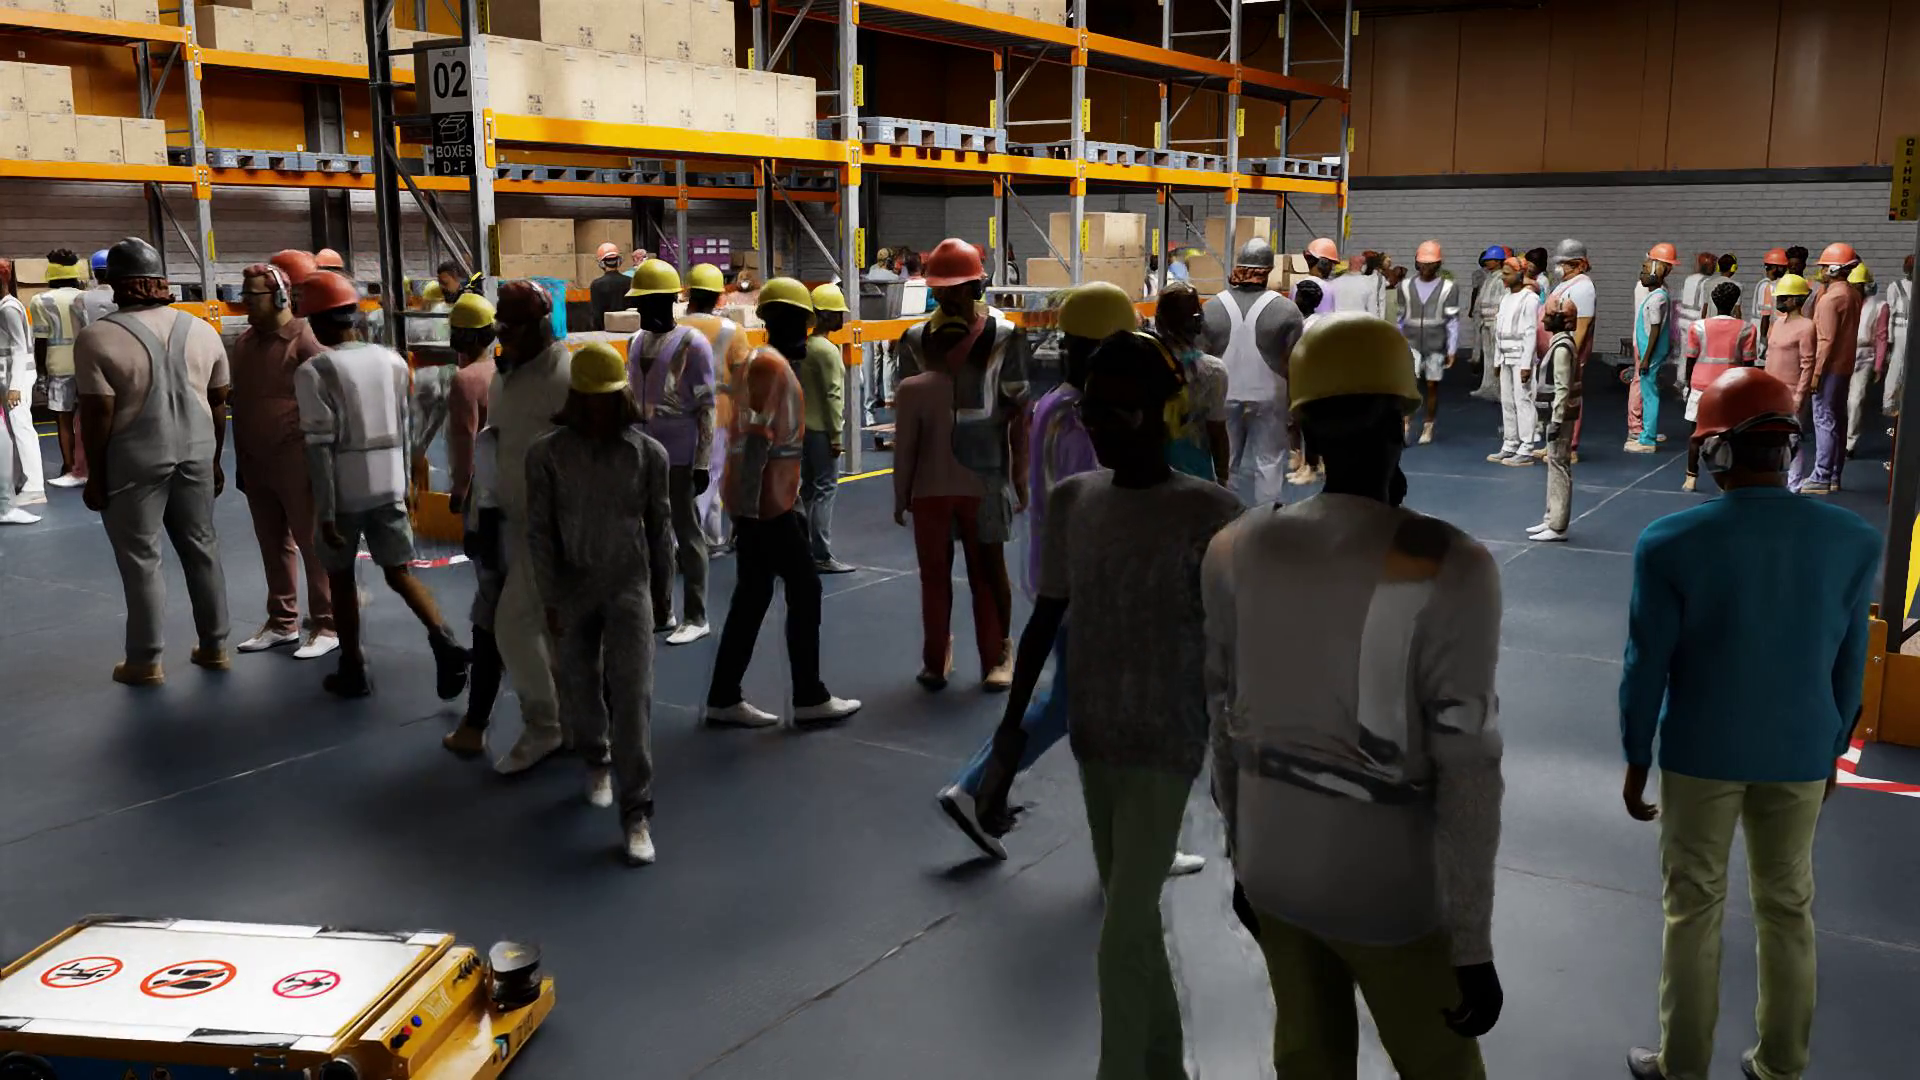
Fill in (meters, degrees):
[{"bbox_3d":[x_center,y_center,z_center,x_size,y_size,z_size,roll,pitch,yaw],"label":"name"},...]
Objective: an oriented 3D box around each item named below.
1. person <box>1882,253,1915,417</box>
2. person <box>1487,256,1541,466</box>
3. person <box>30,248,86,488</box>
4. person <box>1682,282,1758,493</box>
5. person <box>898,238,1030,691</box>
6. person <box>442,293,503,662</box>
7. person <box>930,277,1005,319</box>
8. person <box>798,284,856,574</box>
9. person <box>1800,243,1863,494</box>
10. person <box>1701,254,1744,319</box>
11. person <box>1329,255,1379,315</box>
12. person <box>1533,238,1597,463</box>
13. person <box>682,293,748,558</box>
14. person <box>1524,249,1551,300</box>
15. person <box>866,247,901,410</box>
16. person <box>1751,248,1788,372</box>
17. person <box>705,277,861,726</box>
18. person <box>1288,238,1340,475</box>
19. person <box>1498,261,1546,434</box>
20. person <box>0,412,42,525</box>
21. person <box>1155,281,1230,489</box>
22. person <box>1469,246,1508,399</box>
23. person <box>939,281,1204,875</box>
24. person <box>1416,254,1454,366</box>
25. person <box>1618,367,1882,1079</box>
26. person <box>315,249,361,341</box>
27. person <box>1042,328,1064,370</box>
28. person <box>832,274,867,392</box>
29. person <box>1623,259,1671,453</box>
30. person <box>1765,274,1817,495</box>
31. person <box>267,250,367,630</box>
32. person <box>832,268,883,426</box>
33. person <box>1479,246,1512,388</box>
[{"bbox_3d":[10.911,-2.340,19.131,0.634,1.885,0.353,-2,10,-12],"label":"person"},{"bbox_3d":[5.010,-1.607,15.006,0.353,1.877,0.575,-2,10,-9],"label":"person"},{"bbox_3d":[-7.293,-1.408,13.686,0.383,1.957,0.599,8,13,37],"label":"person"},{"bbox_3d":[6.076,-1.213,13.328,0.536,1.693,0.319,4,11,22],"label":"person"},{"bbox_3d":[0.005,-0.324,7.470,0.615,2.029,0.409,3,11,14],"label":"person"},{"bbox_3d":[-2.305,-0.295,8.021,0.301,1.772,0.524,2,10,8],"label":"person"},{"bbox_3d":[0.052,-1.060,12.081,0.566,1.835,0.385,-1,10,-8],"label":"person"},{"bbox_3d":[-0.824,-0.671,10.137,0.329,1.760,0.520,-5,11,-26],"label":"person"},{"bbox_3d":[6.957,-1.362,13.306,0.612,1.995,0.379,-10,14,-44],"label":"person"},{"bbox_3d":[9.229,-2.533,20.187,0.328,1.862,0.502,-9,14,-41],"label":"person"},{"bbox_3d":[4.646,-2.479,19.934,0.683,1.855,1.039,9,14,41],"label":"person"},{"bbox_3d":[5.482,-1.722,15.172,0.538,2.000,0.684,1,10,5],"label":"person"},{"bbox_3d":[-1.609,-0.735,10.548,0.658,1.723,0.600,-6,12,-32],"label":"person"},{"bbox_3d":[6.791,-2.456,19.599,0.399,1.913,0.590,4,11,20],"label":"person"},{"bbox_3d":[-0.895,-2.535,19.957,0.356,1.938,0.637,-10,14,-43],"label":"person"},{"bbox_3d":[8.970,-2.257,18.458,0.385,1.928,0.546,5,11,25],"label":"person"},{"bbox_3d":[-0.747,-0.152,6.943,0.738,1.862,0.674,-3,11,-14],"label":"person"},{"bbox_3d":[3.078,-1.579,14.388,0.390,2.038,0.605,-3,11,-18],"label":"person"},{"bbox_3d":[5.884,-1.998,17.359,0.687,1.804,0.448,-9,13,-40],"label":"person"},{"bbox_3d":[-6.836,-0.985,11.524,0.662,1.881,0.673,1,10,7],"label":"person"},{"bbox_3d":[0.943,-0.203,7.299,0.514,1.842,0.328,6,12,31],"label":"person"},{"bbox_3d":[6.836,-2.786,21.322,0.389,1.949,0.604,-1,10,-7],"label":"person"},{"bbox_3d":[0.358,0.139,5.260,0.810,1.901,0.597,-1,10,-4],"label":"person"},{"bbox_3d":[7.394,-3.597,25.953,0.604,1.901,0.686,3,11,15],"label":"person"},{"bbox_3d":[1.810,0.468,3.901,0.563,1.734,0.382,0,10,1],"label":"person"},{"bbox_3d":[-5.959,-1.793,15.854,0.357,1.938,0.543,5,11,26],"label":"person"},{"bbox_3d":[1.546,-3.587,26.075,0.520,1.877,0.550,-2,10,-9],"label":"person"},{"bbox_3d":[-1.453,-2.957,22.446,0.635,1.889,1.014,-2,10,-9],"label":"person"},{"bbox_3d":[6.573,-1.746,15.853,0.336,1.843,0.521,5,11,25],"label":"person"},{"bbox_3d":[6.204,-1.105,12.517,0.315,1.769,0.525,-1,10,-6],"label":"person"},{"bbox_3d":[-3.351,-0.497,8.594,0.490,1.966,0.618,0,10,-1],"label":"person"},{"bbox_3d":[-1.139,-2.201,18.213,0.592,1.908,0.415,0,10,1],"label":"person"},{"bbox_3d":[7.276,-3.003,22.567,0.376,1.934,0.547,1,10,6],"label":"person"}]
